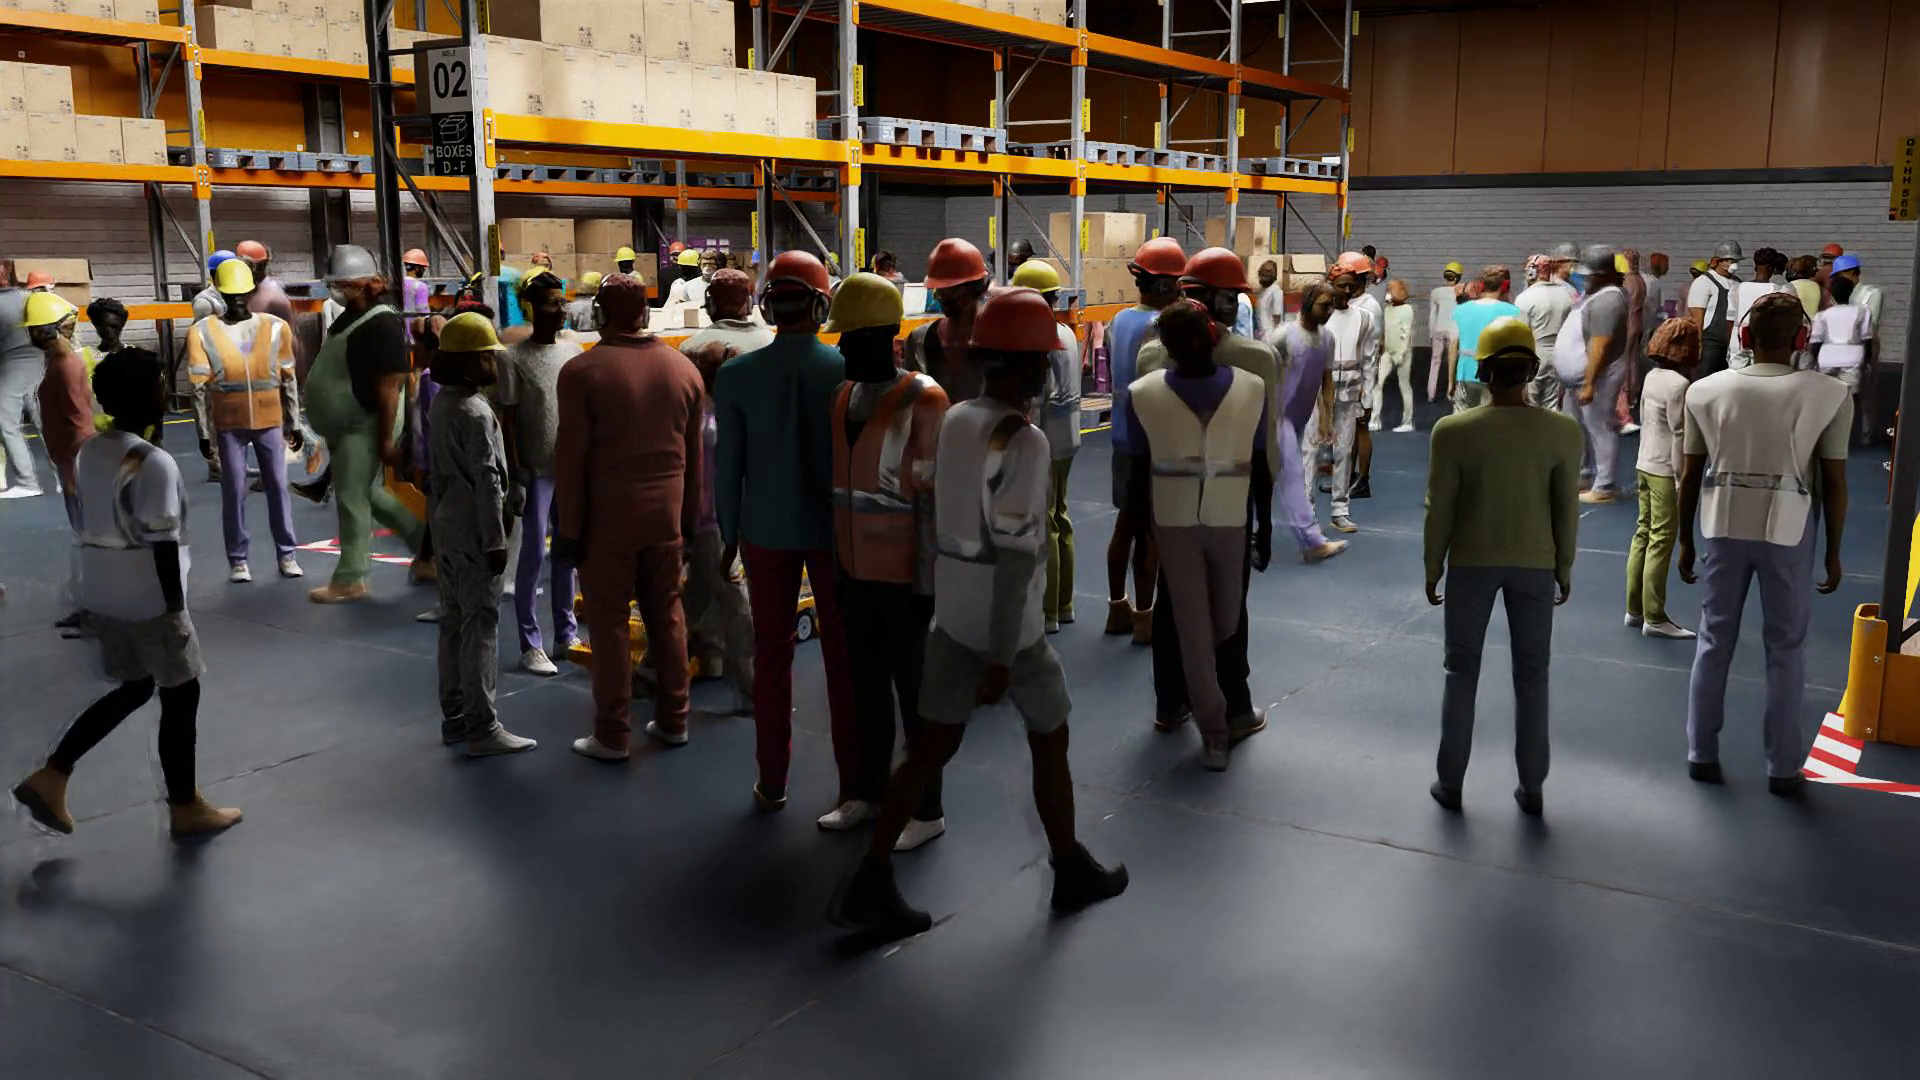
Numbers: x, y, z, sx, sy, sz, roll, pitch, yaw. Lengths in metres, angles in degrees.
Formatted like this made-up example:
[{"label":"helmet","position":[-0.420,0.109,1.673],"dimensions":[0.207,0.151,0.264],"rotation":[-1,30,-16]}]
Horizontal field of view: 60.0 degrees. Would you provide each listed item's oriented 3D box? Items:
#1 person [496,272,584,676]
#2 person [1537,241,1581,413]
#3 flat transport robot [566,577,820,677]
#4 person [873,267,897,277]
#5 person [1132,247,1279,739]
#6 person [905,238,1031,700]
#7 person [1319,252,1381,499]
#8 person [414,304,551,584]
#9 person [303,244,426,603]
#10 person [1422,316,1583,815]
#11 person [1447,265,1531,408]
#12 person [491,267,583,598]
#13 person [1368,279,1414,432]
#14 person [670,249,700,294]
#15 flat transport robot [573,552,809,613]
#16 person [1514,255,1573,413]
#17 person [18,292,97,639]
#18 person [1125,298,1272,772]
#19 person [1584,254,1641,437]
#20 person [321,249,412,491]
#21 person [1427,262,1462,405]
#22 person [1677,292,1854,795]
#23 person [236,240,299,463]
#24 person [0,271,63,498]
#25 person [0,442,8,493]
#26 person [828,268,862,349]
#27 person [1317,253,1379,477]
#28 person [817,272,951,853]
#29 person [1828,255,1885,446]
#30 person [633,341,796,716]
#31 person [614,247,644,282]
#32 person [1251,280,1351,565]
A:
[{"label":"person","position":[-1.923,-0.313,7.824],"dimensions":[0.328,1.877,0.513],"rotation":[7,12,34]},{"label":"person","position":[5.854,-1.919,16.261],"dimensions":[0.719,2.000,0.538],"rotation":[-9,14,-42]},{"label":"flat transport robot","position":[-1.216,0.411,8.257],"dimensions":[0.652,0.197,1.431],"rotation":[6,12,29]},{"label":"person","position":[-0.881,-2.338,19.368],"dimensions":[0.323,1.755,0.563],"rotation":[-5,11,-24]},{"label":"person","position":[1.002,-0.185,6.792],"dimensions":[0.612,1.991,0.392],"rotation":[6,12,28]},{"label":"person","position":[0.010,-0.298,7.325],"dimensions":[0.612,2.031,0.403],"rotation":[5,11,24]},{"label":"person","position":[3.076,-1.286,13.074],"dimensions":[0.374,1.928,0.542],"rotation":[-2,10,-9]},{"label":"person","position":[-2.844,-0.566,9.842],"dimensions":[0.904,1.638,0.529],"rotation":[-4,11,-21]},{"label":"person","position":[-3.364,-0.695,9.484],"dimensions":[0.792,2.000,0.687],"rotation":[-7,12,-34]},{"label":"person","position":[1.904,0.095,5.895],"dimensions":[0.528,1.761,0.339],"rotation":[2,10,11]},{"label":"person","position":[4.170,-1.220,12.985],"dimensions":[0.692,1.820,0.589],"rotation":[-9,13,-40]},{"label":"person","position":[-2.395,-0.627,9.601],"dimensions":[0.598,1.869,1.019],"rotation":[6,12,29]},{"label":"person","position":[4.512,-1.920,17.472],"dimensions":[0.702,1.607,0.505],"rotation":[-5,11,-24]},{"label":"person","position":[-3.004,-2.243,18.403],"dimensions":[0.397,1.918,0.588],"rotation":[1,10,5]},{"label":"flat transport robot","position":[-1.493,0.208,9.383],"dimensions":[0.652,0.197,1.431],"rotation":[6,12,29]},{"label":"person","position":[5.012,-1.528,14.506],"dimensions":[0.647,1.899,0.399],"rotation":[-5,12,-28]},{"label":"person","position":[-4.555,-0.378,8.504],"dimensions":[0.336,1.762,0.526],"rotation":[-6,12,-30]},{"label":"person","position":[0.925,-0.056,6.588],"dimensions":[0.579,1.809,0.781],"rotation":[-1,10,-5]},{"label":"person","position":[6.703,-2.012,17.235],"dimensions":[0.601,1.871,0.971],"rotation":[-3,11,-15]},{"label":"person","position":[-4.424,-1.188,12.422],"dimensions":[0.612,1.962,0.364],"rotation":[-4,11,-22]},{"label":"person","position":[6.052,-2.556,20.588],"dimensions":[0.522,1.758,0.351],"rotation":[9,13,39]},{"label":"person","position":[2.927,0.017,6.118],"dimensions":[0.563,1.836,0.387],"rotation":[7,13,35]},{"label":"person","position":[-6.249,-1.678,14.975],"dimensions":[0.479,2.016,0.623],"rotation":[-7,13,-36]},{"label":"person","position":[-7.423,-1.271,13.174],"dimensions":[0.397,1.871,0.837],"rotation":[4,11,22]},{"label":"person","position":[-7.763,-1.187,13.038],"dimensions":[0.356,1.742,0.574],"rotation":[3,11,17]},{"label":"person","position":[-1.143,-2.188,18.136],"dimensions":[0.600,1.908,0.396],"rotation":[-4,11,-22]},{"label":"person","position":[3.299,-1.471,14.143],"dimensions":[0.614,1.908,0.659],"rotation":[-5,11,-25]},{"label":"person","position":[-0.269,0.076,5.564],"dimensions":[0.386,1.919,0.581],"rotation":[-9,13,-40]},{"label":"person","position":[8.680,-1.827,16.236],"dimensions":[0.949,1.871,0.586],"rotation":[-7,12,-33]},{"label":"person","position":[-1.111,-0.062,7.196],"dimensions":[0.808,1.607,0.524],"rotation":[2,10,10]},{"label":"person","position":[-4.464,-2.992,22.531],"dimensions":[0.375,1.922,0.594],"rotation":[-6,12,-31]},{"label":"person","position":[2.111,-0.754,10.571],"dimensions":[0.503,1.760,1.080],"rotation":[-8,13,-39]}]
